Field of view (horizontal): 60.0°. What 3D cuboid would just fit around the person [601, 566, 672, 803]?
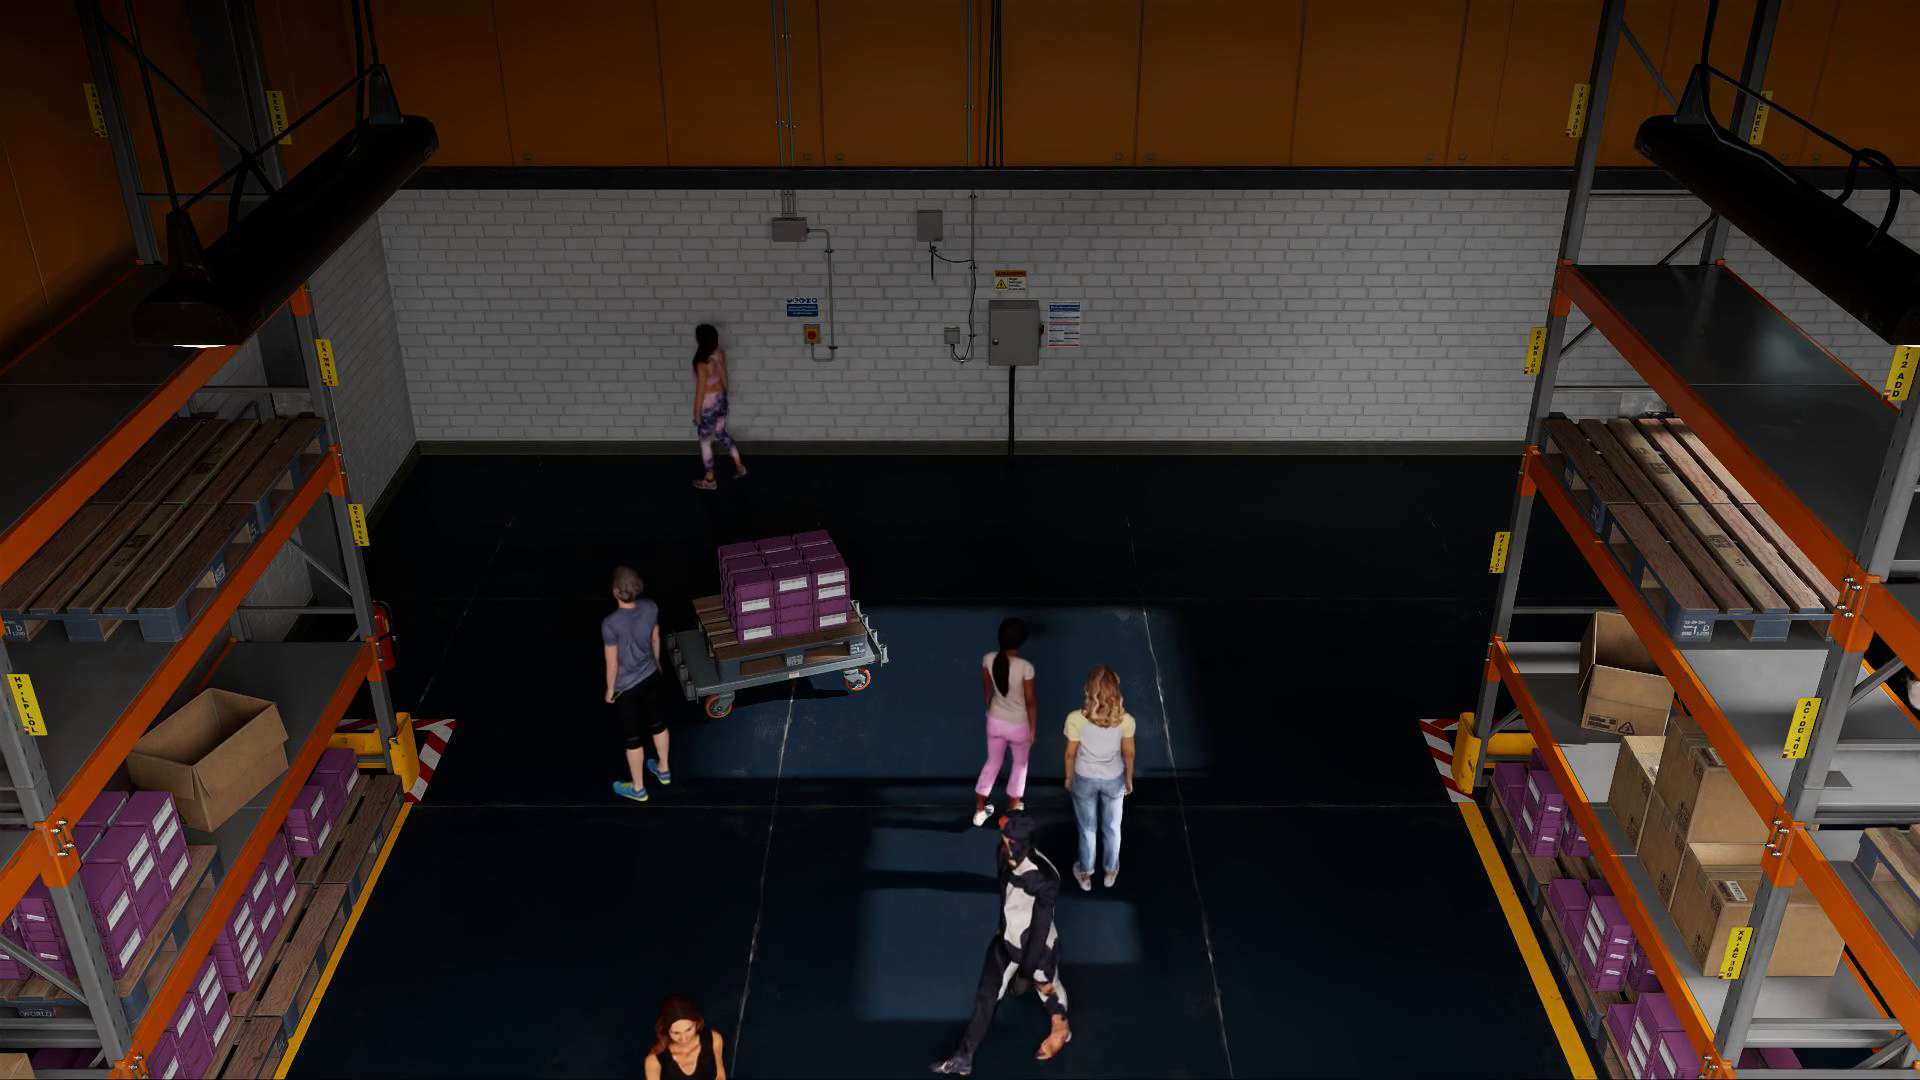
[{"bbox_3d":[-2.339,1.020,12.002,0.811,1.889,0.731,21,35,34],"label":"person"}]

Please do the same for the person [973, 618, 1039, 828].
[{"bbox_3d":[0.321,1.337,11.598,0.743,1.720,0.794,14,31,24],"label":"person"}]

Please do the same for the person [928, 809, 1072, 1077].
[{"bbox_3d":[0.470,2.326,9.658,1.221,1.841,1.220,-21,35,-33],"label":"person"}]

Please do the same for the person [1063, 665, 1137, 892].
[{"bbox_3d":[0.926,1.601,11.112,0.625,1.721,0.532,0,29,0],"label":"person"}]

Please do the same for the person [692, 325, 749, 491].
[{"bbox_3d":[-2.381,-1.297,16.382,0.882,1.762,0.857,14,32,24],"label":"person"}]

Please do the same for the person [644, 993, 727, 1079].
[{"bbox_3d":[-1.408,2.965,8.540,0.895,1.790,1.227,-12,31,-21],"label":"person"}]
